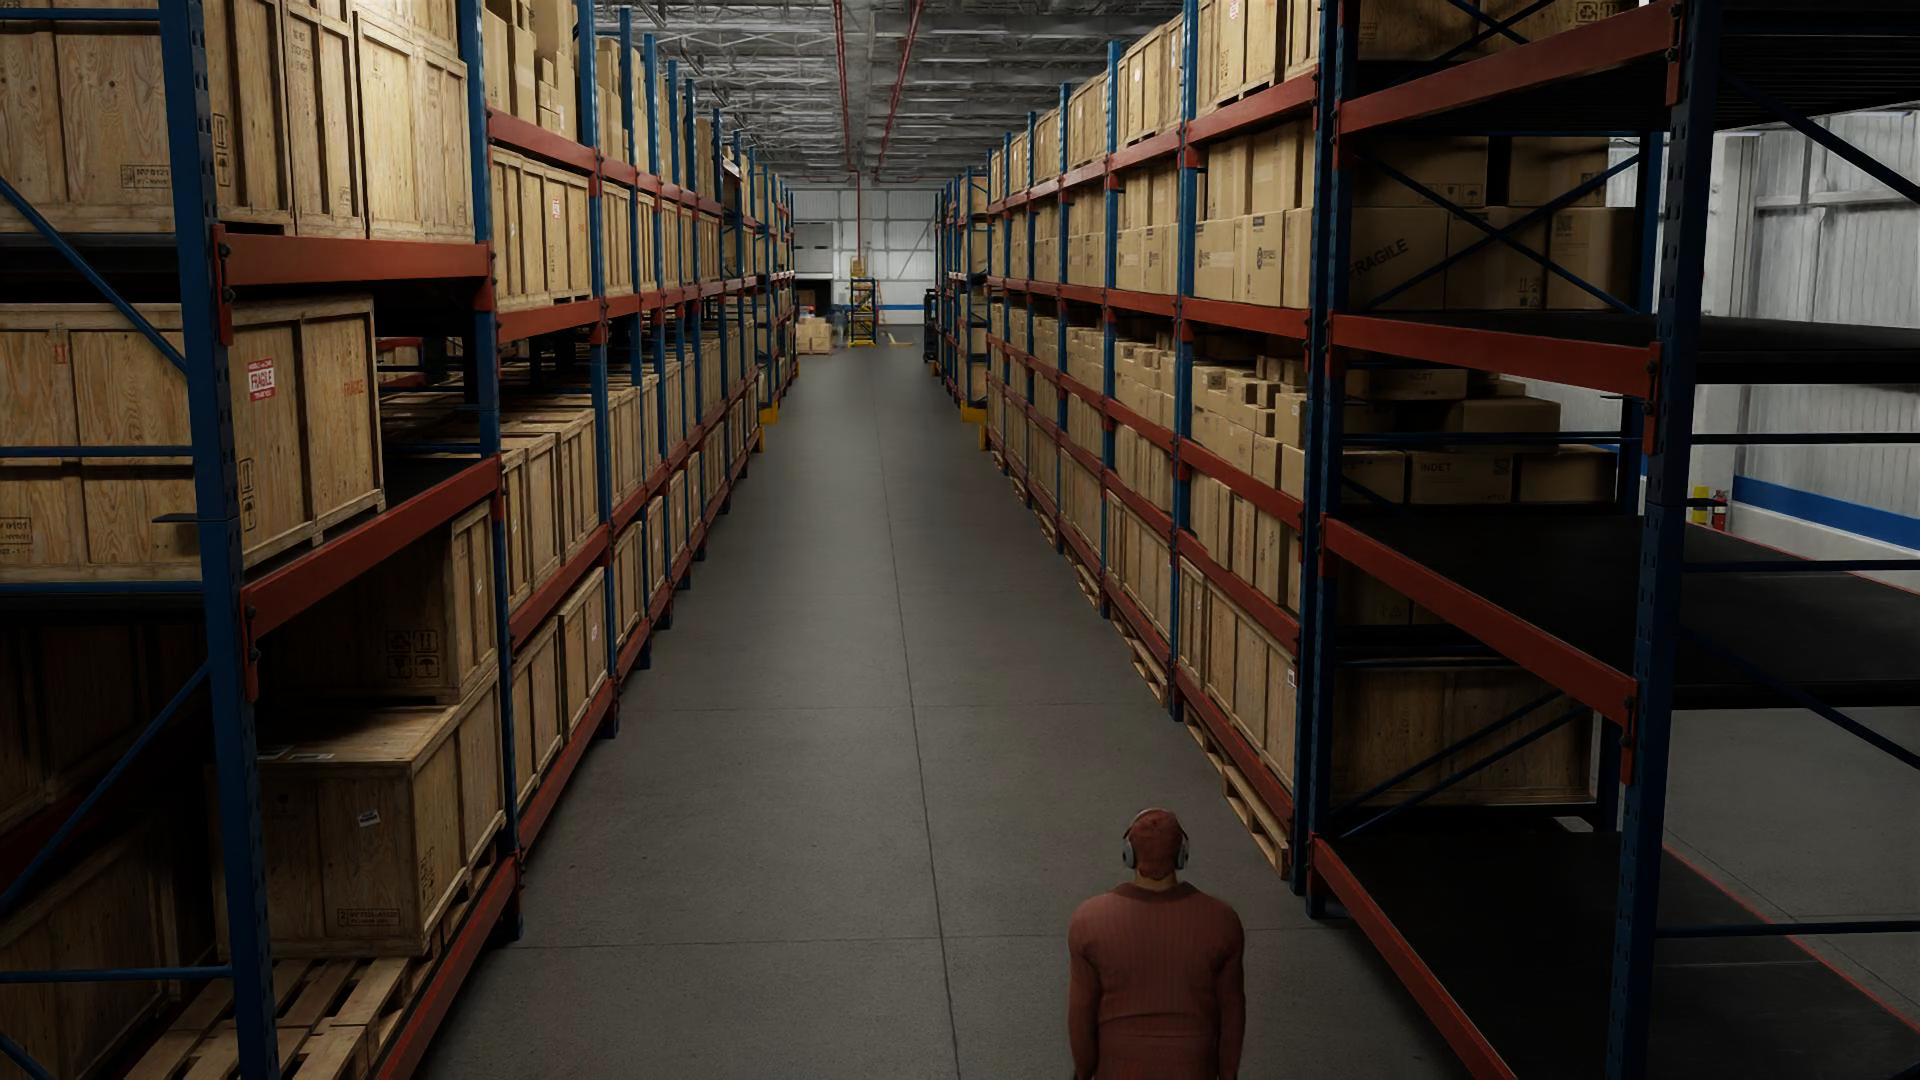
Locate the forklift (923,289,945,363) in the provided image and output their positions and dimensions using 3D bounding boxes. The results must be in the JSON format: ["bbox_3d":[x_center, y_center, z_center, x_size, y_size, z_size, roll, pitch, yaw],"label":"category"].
[{"bbox_3d":[-0.826,-8.166,63.248,1.129,2.768,1.873,-1,10,-3],"label":"forklift"}]

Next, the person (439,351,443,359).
[{"bbox_3d":[-11.330,-3.172,36.067,1.039,1.986,0.631,3,10,15],"label":"person"}]

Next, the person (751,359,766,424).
[{"bbox_3d":[-4.349,-2.924,35.065,0.591,1.827,0.451,-9,13,-43],"label":"person"}]

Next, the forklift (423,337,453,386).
[{"bbox_3d":[-11.221,-3.562,35.746,1.873,2.768,1.129,-1,10,-3],"label":"forklift"}]

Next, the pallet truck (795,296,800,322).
[{"bbox_3d":[-8.622,-12.439,91.403,1.885,1.965,0.823,2,10,13],"label":"pallet truck"}]

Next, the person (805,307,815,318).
[{"bbox_3d":[-6.486,-9.284,72.931,0.768,1.876,0.597,9,13,42],"label":"person"}]

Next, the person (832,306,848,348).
[{"bbox_3d":[-5.371,-9.480,74.098,0.951,1.891,0.635,5,11,27],"label":"person"}]

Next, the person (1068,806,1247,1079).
[{"bbox_3d":[0.710,1.895,6.058,0.642,1.906,0.410,0,10,3],"label":"person"}]
